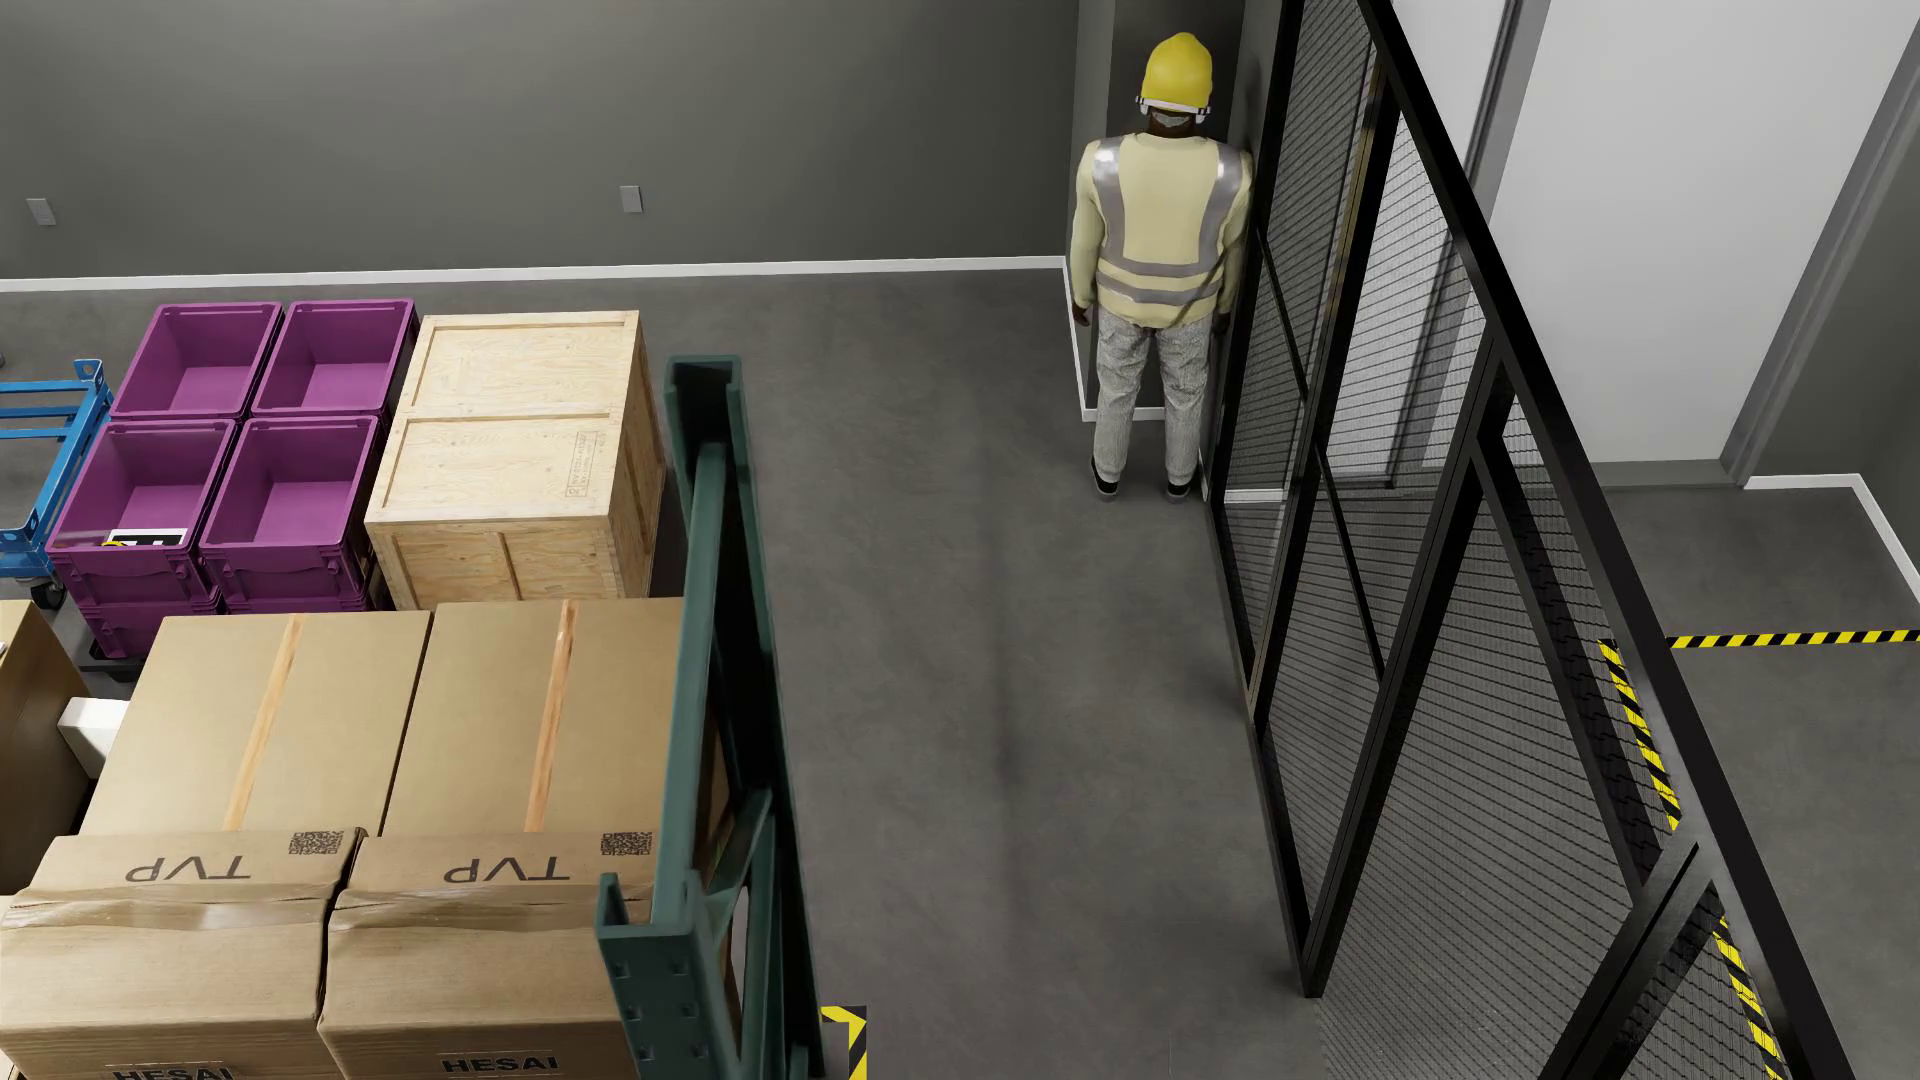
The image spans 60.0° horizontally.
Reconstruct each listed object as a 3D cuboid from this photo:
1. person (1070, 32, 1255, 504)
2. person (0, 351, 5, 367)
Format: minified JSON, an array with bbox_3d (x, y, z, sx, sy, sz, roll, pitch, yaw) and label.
[{"bbox_3d":[0.667,-0.859,5.648,0.592,1.834,0.404,6,47,5],"label":"person"},{"bbox_3d":[-4.036,-1.275,5.973,0.371,1.940,0.627,-3,46,-3],"label":"person"}]
